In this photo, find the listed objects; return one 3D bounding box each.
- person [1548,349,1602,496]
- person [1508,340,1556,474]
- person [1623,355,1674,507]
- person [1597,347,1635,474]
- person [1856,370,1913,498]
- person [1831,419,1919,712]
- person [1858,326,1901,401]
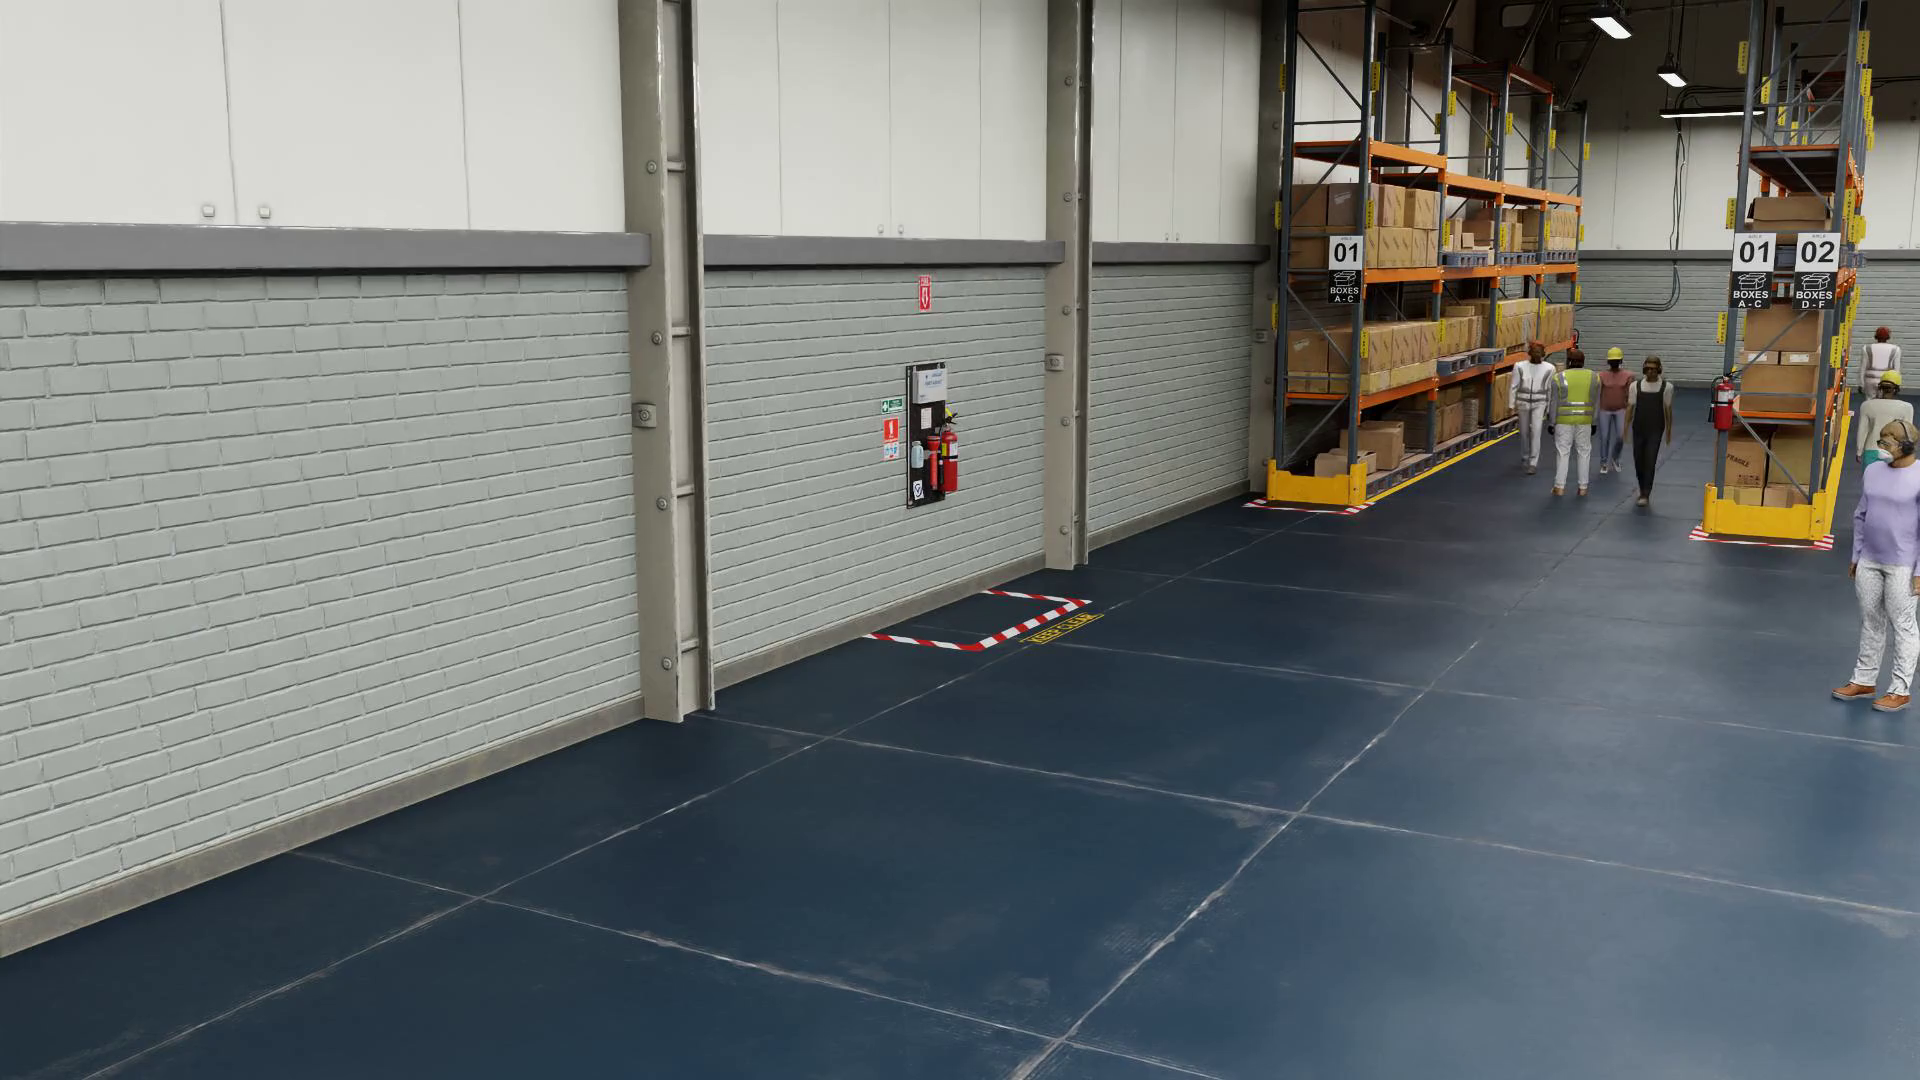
[{"bbox_3d":[7.674,-1.466,20.823,0.622,1.839,0.429,1,10,6],"label":"person"},{"bbox_3d":[7.974,-1.870,23.183,0.583,1.849,0.944,4,11,24],"label":"person"},{"bbox_3d":[8.357,-1.344,20.197,0.524,1.815,0.897,6,11,30],"label":"person"},{"bbox_3d":[8.958,-1.768,22.837,0.548,1.751,0.406,3,10,17],"label":"person"},{"bbox_3d":[10.016,-0.956,18.039,0.533,1.767,0.326,7,12,34],"label":"person"},{"bbox_3d":[6.159,0.163,11.003,0.370,1.934,0.627,-3,10,-18],"label":"person"},{"bbox_3d":[14.969,-2.557,27.125,0.578,1.872,0.405,4,11,24],"label":"person"}]
